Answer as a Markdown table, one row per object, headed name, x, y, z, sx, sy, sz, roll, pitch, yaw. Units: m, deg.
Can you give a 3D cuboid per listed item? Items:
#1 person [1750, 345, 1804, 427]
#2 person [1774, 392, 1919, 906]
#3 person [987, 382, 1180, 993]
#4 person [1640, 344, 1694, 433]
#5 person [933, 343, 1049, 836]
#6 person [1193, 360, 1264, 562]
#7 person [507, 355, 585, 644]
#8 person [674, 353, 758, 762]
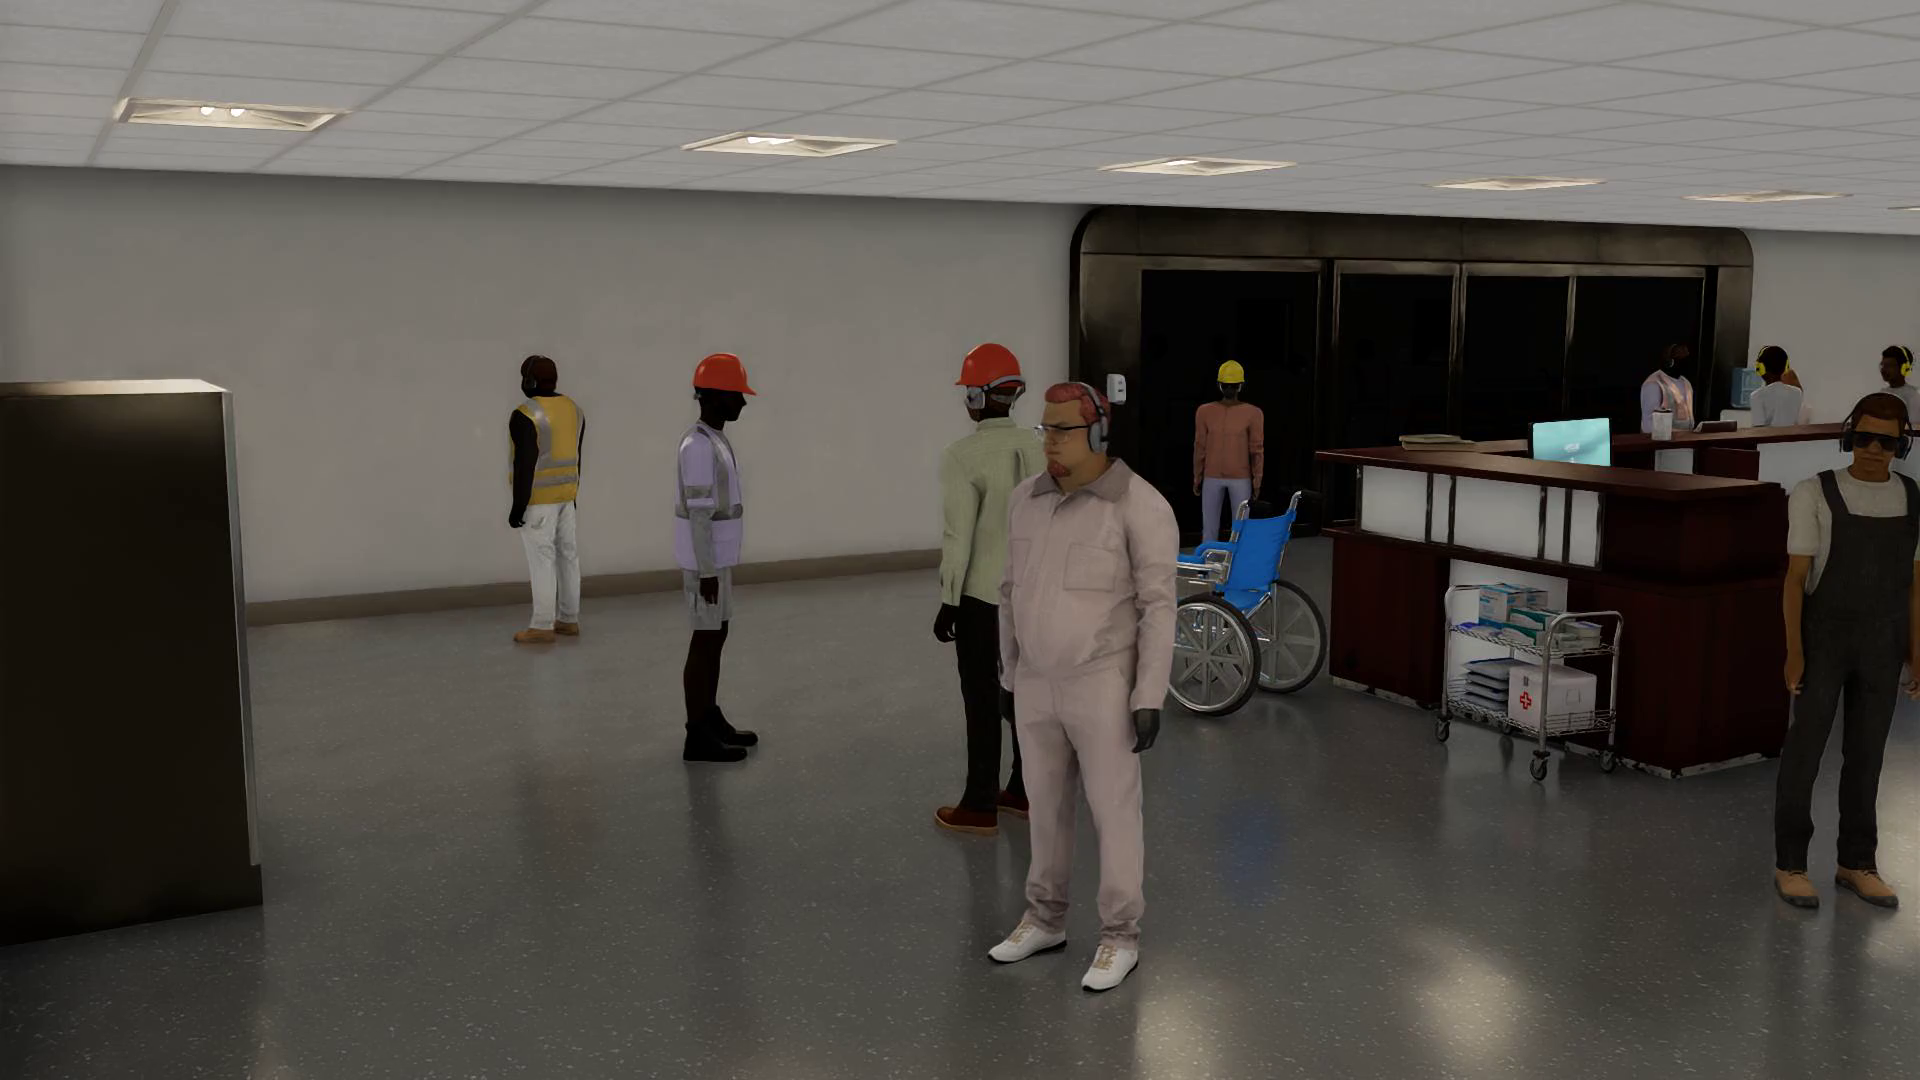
| name | x | y | z | sx | sy | sz | roll | pitch | yaw |
| --- | --- | --- | --- | --- | --- | --- | --- | --- | --- |
| person | 6.142 | -0.542 | 12.641 | 0.518 | 1.865 | 0.330 | -3 | 9 | -23 |
| person | 3.194 | 0.394 | 5.941 | 0.506 | 1.842 | 0.350 | 0 | 8 | 1 |
| person | 0.361 | 0.456 | 5.258 | 0.644 | 1.907 | 0.400 | 7 | 10 | 41 |
| person | 6.331 | -0.837 | 14.910 | 0.626 | 1.833 | 0.431 | -6 | 10 | -38 |
| person | 0.133 | 0.201 | 6.789 | 0.382 | 1.995 | 0.612 | 7 | 11 | 43 |
| person | 2.004 | -0.463 | 12.450 | 0.529 | 1.761 | 0.334 | 3 | 8 | 19 |
| person | -2.674 | -0.258 | 10.667 | 0.429 | 1.845 | 0.621 | 4 | 9 | 24 |
| person | -1.151 | 0.082 | 7.898 | 0.390 | 1.929 | 0.545 | 0 | 8 | 1 |
